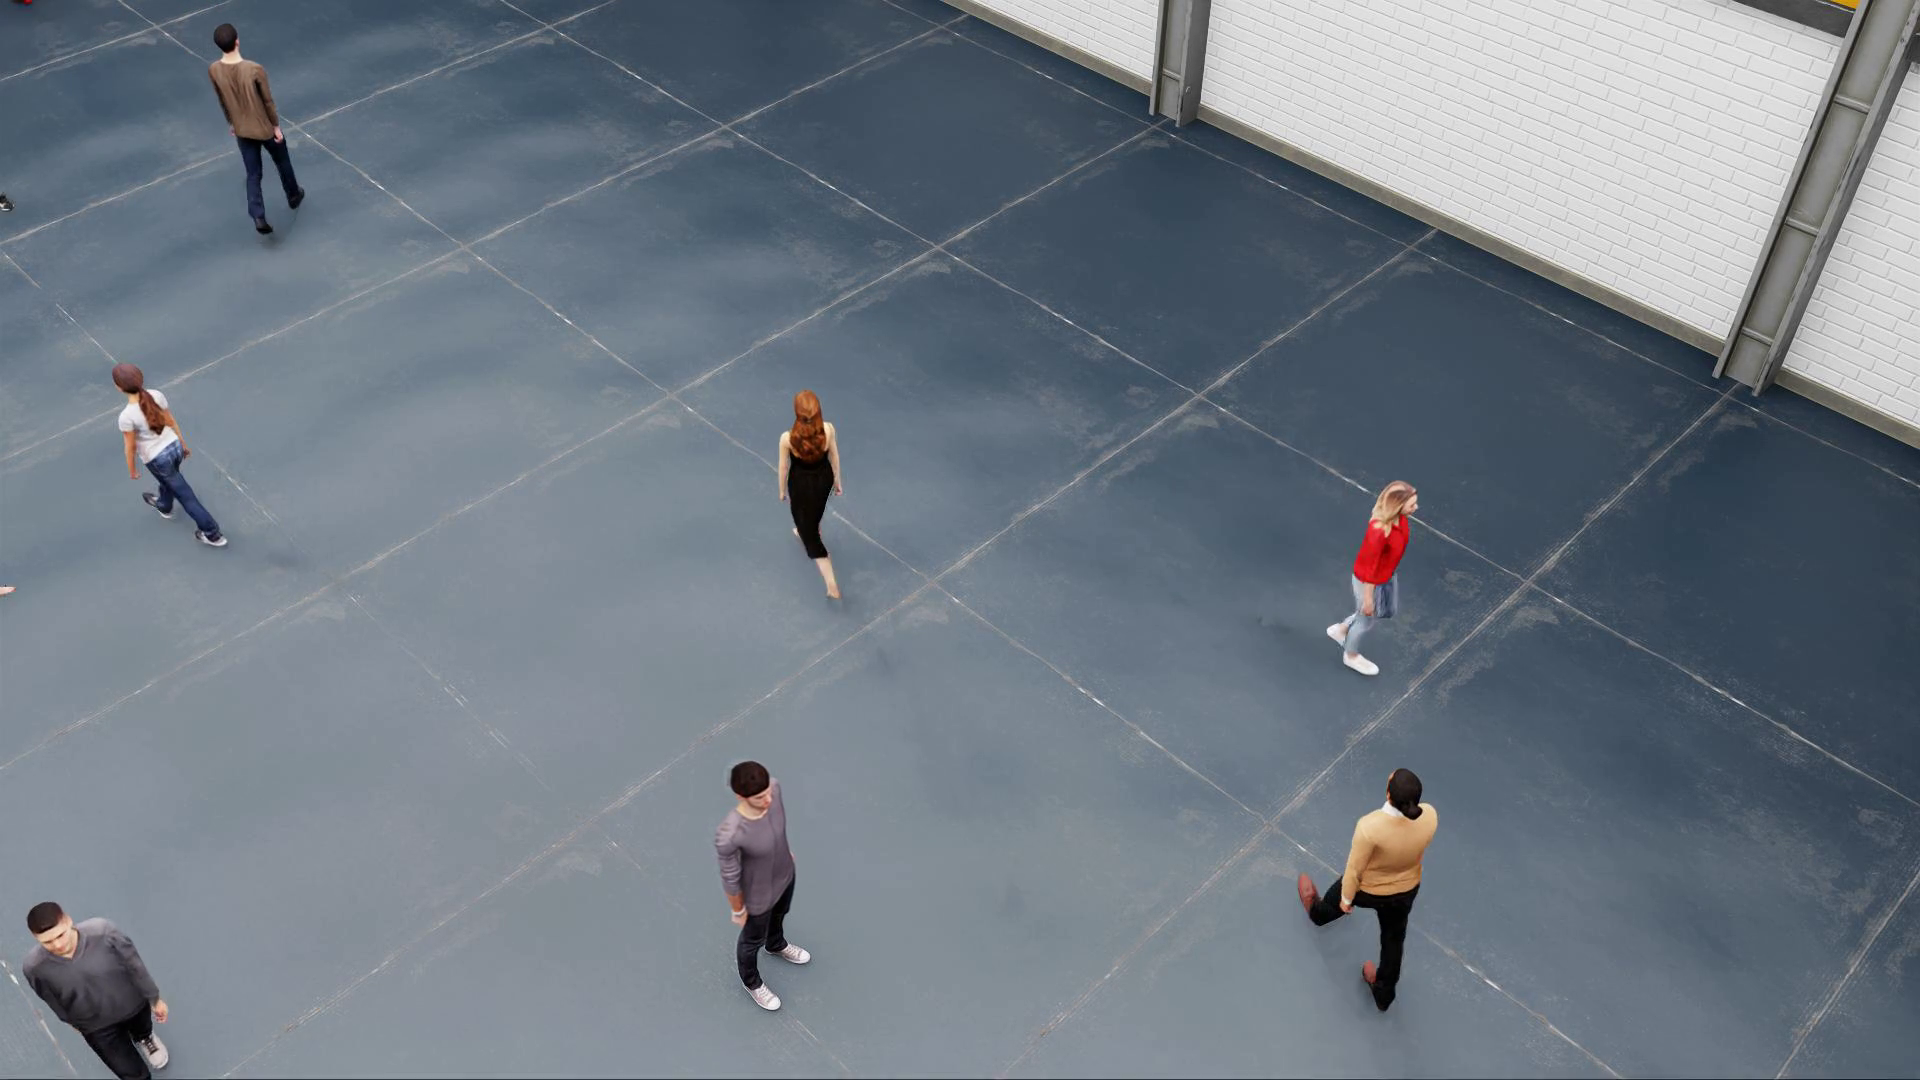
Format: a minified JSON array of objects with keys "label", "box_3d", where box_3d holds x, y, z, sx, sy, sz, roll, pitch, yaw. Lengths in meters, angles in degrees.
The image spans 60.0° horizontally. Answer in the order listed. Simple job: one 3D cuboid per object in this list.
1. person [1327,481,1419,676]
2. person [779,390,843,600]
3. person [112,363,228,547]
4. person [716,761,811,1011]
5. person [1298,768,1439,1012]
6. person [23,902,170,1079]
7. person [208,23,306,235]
[{"label":"person","box_3d":[2.599,0.217,10.690,0.702,1.694,0.704,24,49,23]},{"label":"person","box_3d":[-0.989,-0.291,11.304,0.806,1.583,1.161,-20,47,-19]},{"label":"person","box_3d":[-5.517,-0.561,11.627,1.078,1.527,0.797,16,46,17]},{"label":"person","box_3d":[-1.065,1.800,8.914,0.638,1.851,0.734,20,47,20]},{"label":"person","box_3d":[2.288,1.904,8.907,1.050,1.711,1.213,-10,44,-10]},{"label":"person","box_3d":[-4.330,2.322,8.464,0.624,1.716,1.135,-33,53,-30]},{"label":"person","box_3d":[-6.187,-3.555,14.530,1.130,1.859,1.212,-2,44,-2]}]
